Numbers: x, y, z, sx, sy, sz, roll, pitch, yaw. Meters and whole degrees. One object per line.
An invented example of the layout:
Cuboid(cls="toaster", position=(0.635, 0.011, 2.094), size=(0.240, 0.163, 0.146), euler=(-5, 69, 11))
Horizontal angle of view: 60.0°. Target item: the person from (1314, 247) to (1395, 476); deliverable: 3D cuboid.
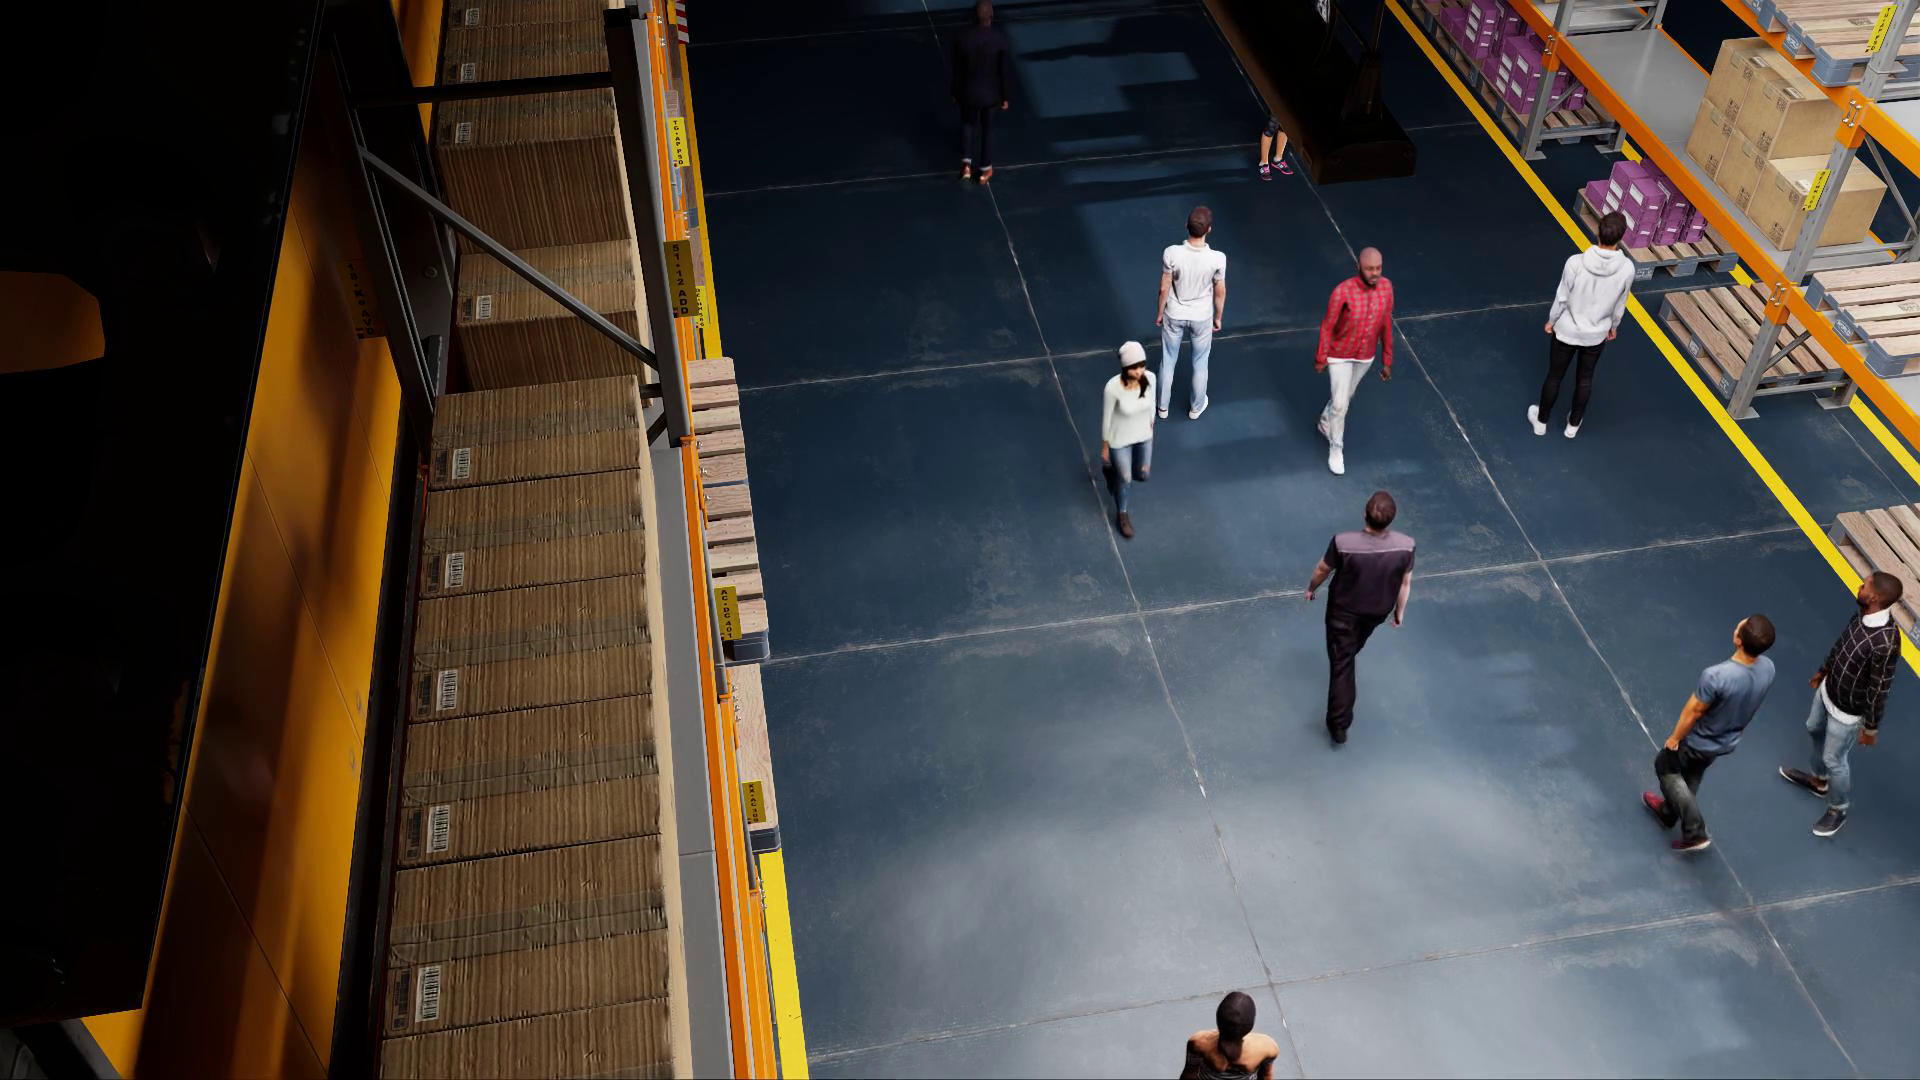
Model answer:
Cuboid(cls="person", position=(2.890, -1.460, 12.442), size=(0.735, 1.802, 0.862), euler=(-12, 45, -12))

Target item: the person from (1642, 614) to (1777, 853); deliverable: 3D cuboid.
Cuboid(cls="person", position=(4.404, 1.186, 9.669), size=(0.747, 1.796, 0.876), euler=(-14, 45, -14))

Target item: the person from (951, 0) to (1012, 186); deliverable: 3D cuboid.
Cuboid(cls="person", position=(0.159, -4.003, 15.109), size=(0.863, 1.805, 0.937), euler=(8, 44, 9))

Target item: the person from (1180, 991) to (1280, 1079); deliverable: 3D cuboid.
Cuboid(cls="person", position=(1.260, 2.737, 8.022), size=(0.636, 1.822, 0.587), euler=(1, 44, 1))

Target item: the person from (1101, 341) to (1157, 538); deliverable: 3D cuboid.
Cuboid(cls="person", position=(1.166, -0.773, 11.843), size=(0.686, 1.633, 0.845), euler=(-16, 46, -16))

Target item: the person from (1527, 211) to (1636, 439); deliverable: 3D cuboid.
Cuboid(cls="person", position=(4.679, -1.597, 12.494), size=(0.749, 1.928, 0.692), euler=(6, 44, 7))

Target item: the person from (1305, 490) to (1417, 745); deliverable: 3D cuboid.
Cuboid(cls="person", position=(2.495, 0.496, 10.393), size=(0.919, 1.797, 1.283), euler=(1, 44, 1))

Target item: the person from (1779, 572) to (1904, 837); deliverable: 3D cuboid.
Cuboid(cls="person", position=(5.352, 0.978, 9.898), size=(0.984, 1.781, 0.732), euler=(-3, 44, -3))

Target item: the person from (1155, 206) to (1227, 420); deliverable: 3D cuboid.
Cuboid(cls="person", position=(1.741, -1.709, 12.668), size=(0.719, 1.851, 0.660), euler=(6, 44, 7))
